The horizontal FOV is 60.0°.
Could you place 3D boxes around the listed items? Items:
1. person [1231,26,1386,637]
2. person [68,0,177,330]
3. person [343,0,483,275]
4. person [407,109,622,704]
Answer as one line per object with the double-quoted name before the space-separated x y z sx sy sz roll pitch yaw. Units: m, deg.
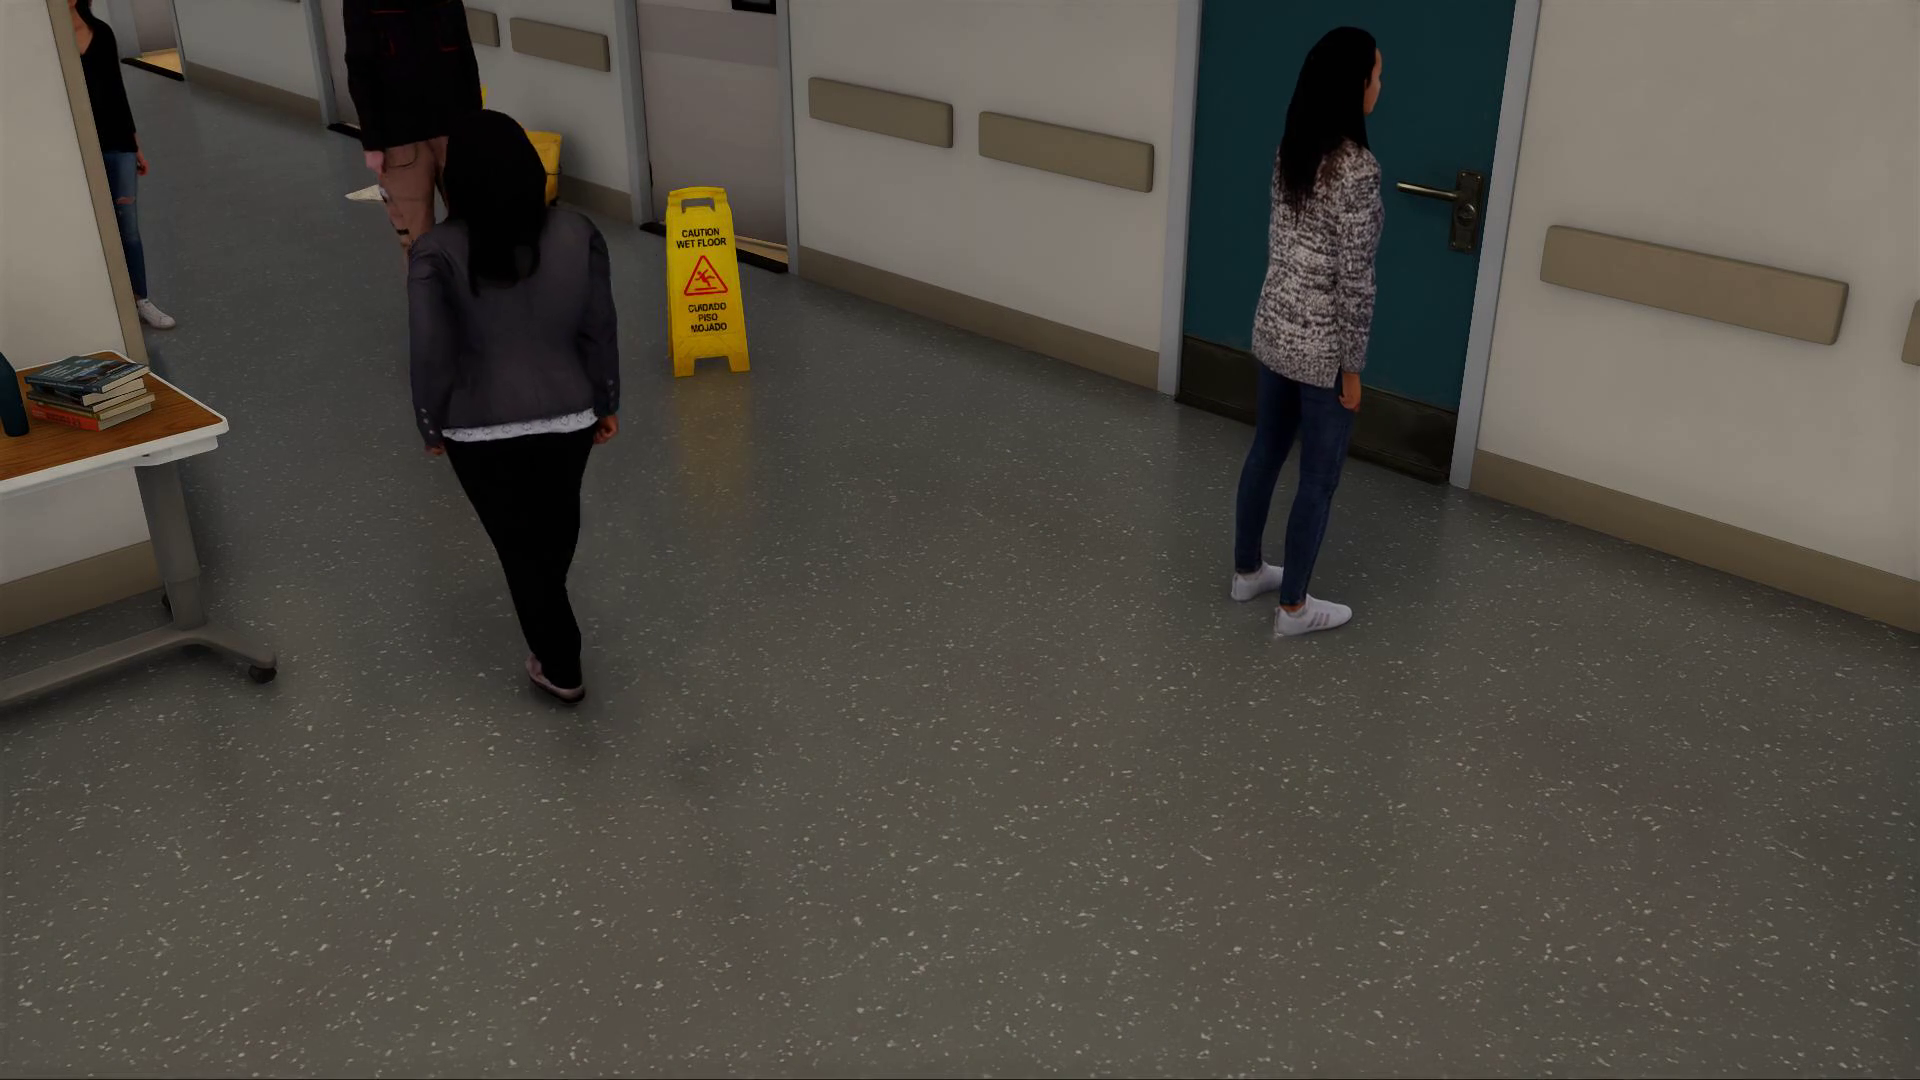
"person" 0.986 -0.574 4.755 0.738 1.730 0.587 -11 28 -22
"person" -3.750 -1.697 7.181 0.531 1.646 0.588 20 32 36
"person" -2.185 -1.616 6.705 0.751 1.914 0.707 -17 31 -32
"person" -1.125 -0.300 4.364 0.758 1.577 0.934 -18 31 -33
